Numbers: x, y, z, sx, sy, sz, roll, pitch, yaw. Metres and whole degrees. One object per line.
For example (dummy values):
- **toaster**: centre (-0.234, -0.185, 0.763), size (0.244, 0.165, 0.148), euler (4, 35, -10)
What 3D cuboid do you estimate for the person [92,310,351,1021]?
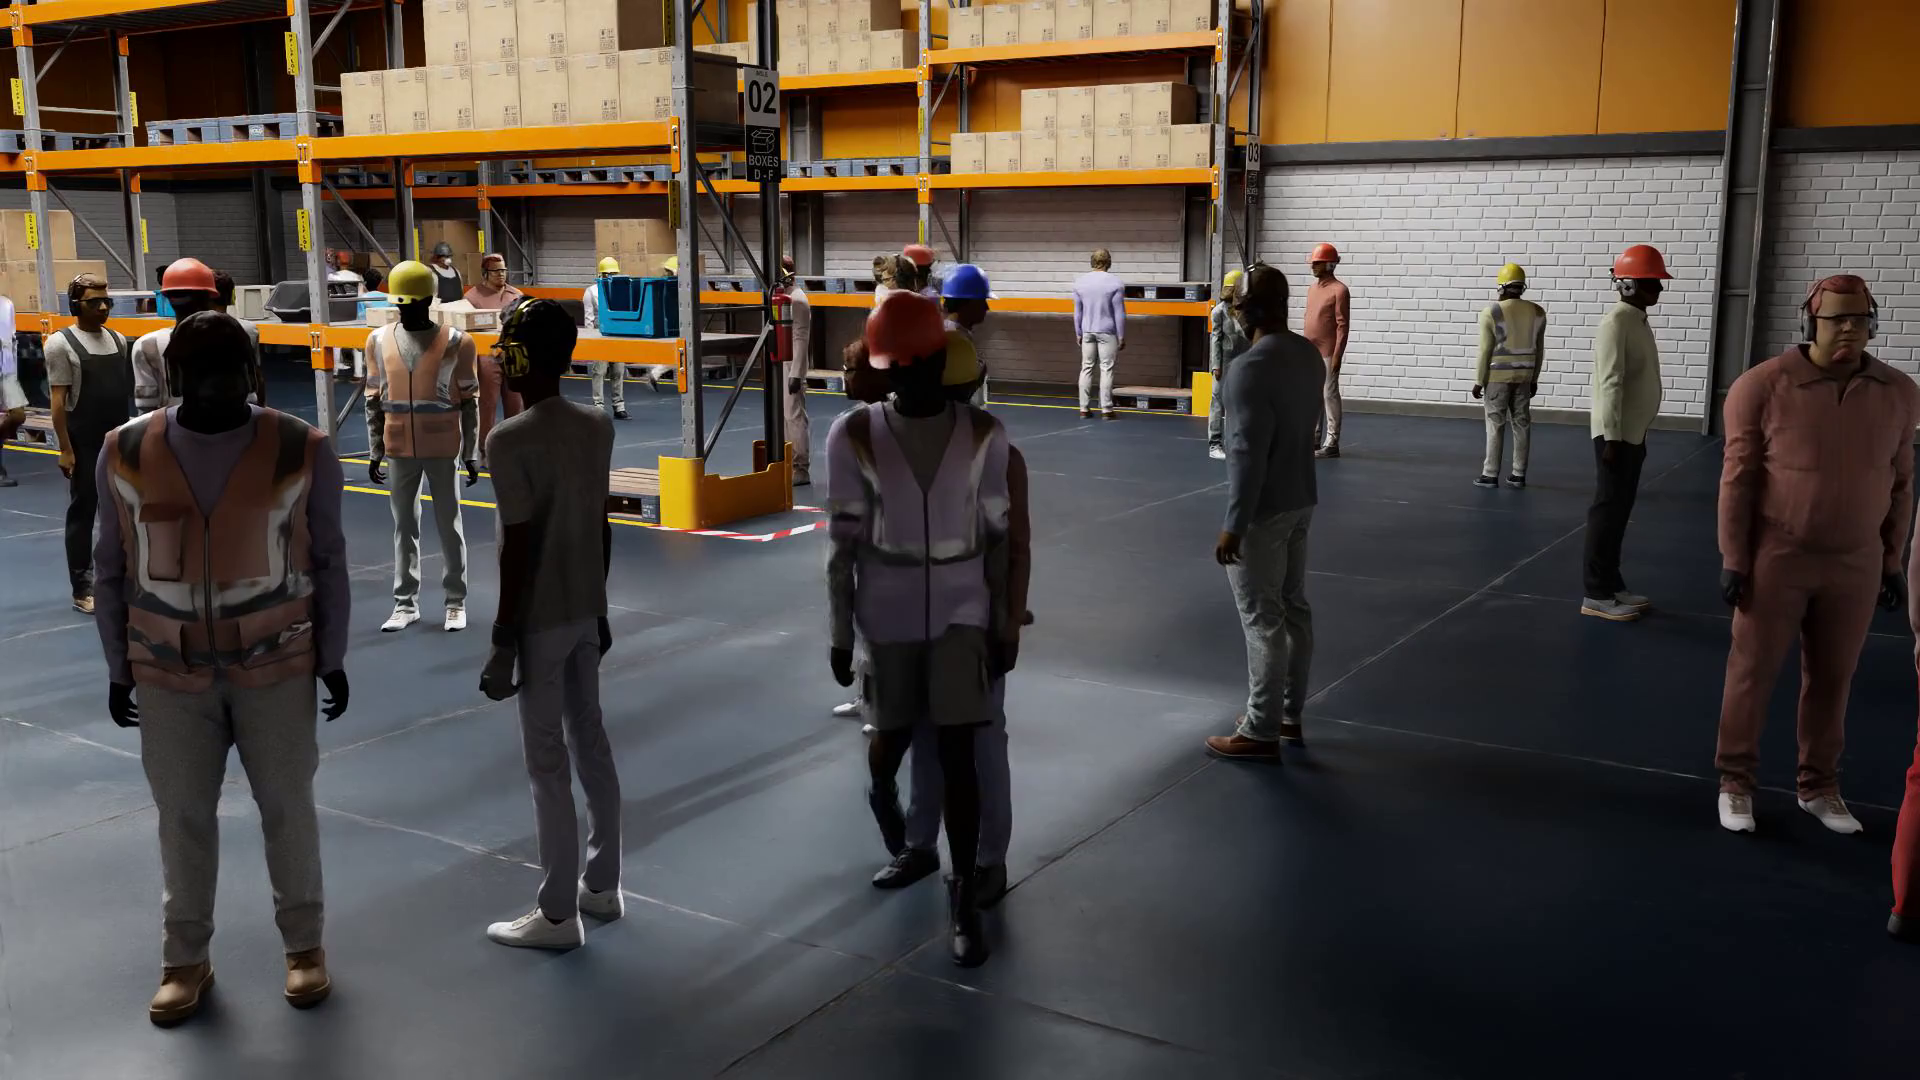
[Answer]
- **person**: centre (-1.917, 0.328, 4.358), size (0.621, 1.847, 0.429), euler (-3, 11, -15)

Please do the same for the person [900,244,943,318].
- **person**: centre (-0.334, -1.375, 13.412), size (1.013, 1.999, 0.620), euler (-4, 11, -19)

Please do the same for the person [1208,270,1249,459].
- **person**: centre (2.532, -1.625, 15.459), size (0.484, 1.744, 0.294), euler (-8, 13, -39)

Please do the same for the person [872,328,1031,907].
- **person**: centre (-0.037, 0.240, 5.066), size (0.528, 1.765, 0.328), euler (7, 12, 33)

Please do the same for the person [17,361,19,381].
- **person**: centre (-12.313, -2.765, 21.286), size (0.391, 1.921, 0.593), euler (0, 10, 2)

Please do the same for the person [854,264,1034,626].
- **person**: centre (-0.122, -0.477, 8.649), size (0.946, 1.913, 0.601), euler (-2, 10, -9)

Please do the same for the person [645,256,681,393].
- **person**: centre (-3.775, -2.800, 21.769), size (0.723, 1.812, 0.603), euler (-5, 11, -24)

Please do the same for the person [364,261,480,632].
- **person**: centre (-2.777, -0.473, 8.596), size (0.586, 1.917, 0.381), euler (0, 10, -1)

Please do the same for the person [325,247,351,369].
- **person**: centre (-9.878, -3.639, 26.163), size (0.407, 1.910, 0.639), euler (-7, 12, -34)

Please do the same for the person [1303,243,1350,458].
- **person**: centre (3.382, -1.763, 15.529), size (0.381, 1.994, 0.614), euler (-4, 11, -23)

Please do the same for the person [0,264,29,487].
- **person**: centre (-7.975, -1.387, 13.665), size (0.489, 1.924, 0.554), euler (4, 11, 23)

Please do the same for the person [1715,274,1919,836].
- **person**: centre (2.907, 0.064, 5.648), size (0.642, 1.909, 0.399), euler (1, 10, 3)

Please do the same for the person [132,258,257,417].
- **person**: centre (-3.731, -0.407, 8.190), size (0.543, 1.932, 0.376), euler (-3, 11, -16)

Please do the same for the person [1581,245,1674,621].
- **person**: centre (3.579, -0.577, 8.951), size (0.381, 1.993, 0.622), euler (7, 12, 33)

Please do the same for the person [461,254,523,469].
- **person**: centre (-4.097, -1.582, 14.803), size (0.402, 1.901, 0.638), euler (9, 14, 42)

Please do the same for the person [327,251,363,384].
- **person**: centre (-8.764, -3.144, 23.559), size (0.875, 1.851, 0.614), euler (8, 13, 38)

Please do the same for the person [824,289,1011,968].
- **person**: centre (-0.131, 0.206, 4.940), size (0.555, 1.906, 0.904), euler (-2, 10, -9)

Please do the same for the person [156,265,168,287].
- **person**: centre (-10.194, -2.693, 21.506), size (0.318, 1.696, 0.533), euler (-4, 11, -20)

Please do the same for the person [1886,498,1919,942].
- **person**: centre (2.884, 0.320, 4.620), size (0.323, 1.767, 0.533), euler (-3, 11, -16)

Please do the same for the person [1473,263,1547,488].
- **person**: centre (4.476, -1.338, 13.623), size (0.586, 1.833, 0.403), euler (-2, 10, -13)

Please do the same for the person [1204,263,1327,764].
- **person**: centre (1.188, -0.096, 6.467), size (0.372, 1.933, 0.627), euler (7, 13, 35)

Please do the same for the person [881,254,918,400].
- **person**: centre (-0.355, -0.890, 10.859), size (0.373, 1.935, 0.628), euler (1, 10, 4)

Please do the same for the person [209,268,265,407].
- **person**: centre (-4.464, -0.721, 10.170), size (0.380, 1.855, 0.521), euler (5, 12, 28)

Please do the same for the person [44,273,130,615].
- **person**: centre (-4.710, -0.526, 9.087), size (0.327, 1.844, 0.514), euler (3, 11, 18)

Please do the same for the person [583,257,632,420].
- **person**: centre (-3.908, -2.237, 18.595), size (0.587, 1.835, 0.404), euler (-9, 14, -42)

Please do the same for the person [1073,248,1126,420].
- **person**: centre (1.574, -2.315, 18.767), size (0.631, 1.932, 0.354), euler (6, 12, 30)

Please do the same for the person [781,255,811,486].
- **person**: centre (-1.453, -1.398, 13.758), size (0.401, 1.904, 0.650), euler (-4, 11, -20)

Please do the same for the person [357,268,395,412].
- **person**: centre (-6.896, -2.360, 19.658), size (0.317, 1.696, 0.540), euler (7, 13, 35)

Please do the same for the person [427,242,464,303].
- **person**: centre (-7.640, -3.428, 24.628), size (0.955, 2.000, 0.690), euler (6, 12, 31)

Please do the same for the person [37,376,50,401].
- **person**: centre (-11.002, -2.529, 20.425), size (0.558, 1.753, 0.538), euler (-1, 10, -6)

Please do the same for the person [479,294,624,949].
- **person**: centre (-1.181, 0.242, 4.774), size (0.328, 1.868, 0.512), euler (4, 11, 23)

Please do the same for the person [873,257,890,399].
- **person**: centre (-0.744, -2.265, 18.745), size (0.586, 1.844, 0.506), euler (-5, 11, -24)

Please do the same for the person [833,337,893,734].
- **person**: centre (-0.348, -0.020, 6.871), size (0.286, 1.631, 0.502), euler (-5, 11, -24)
